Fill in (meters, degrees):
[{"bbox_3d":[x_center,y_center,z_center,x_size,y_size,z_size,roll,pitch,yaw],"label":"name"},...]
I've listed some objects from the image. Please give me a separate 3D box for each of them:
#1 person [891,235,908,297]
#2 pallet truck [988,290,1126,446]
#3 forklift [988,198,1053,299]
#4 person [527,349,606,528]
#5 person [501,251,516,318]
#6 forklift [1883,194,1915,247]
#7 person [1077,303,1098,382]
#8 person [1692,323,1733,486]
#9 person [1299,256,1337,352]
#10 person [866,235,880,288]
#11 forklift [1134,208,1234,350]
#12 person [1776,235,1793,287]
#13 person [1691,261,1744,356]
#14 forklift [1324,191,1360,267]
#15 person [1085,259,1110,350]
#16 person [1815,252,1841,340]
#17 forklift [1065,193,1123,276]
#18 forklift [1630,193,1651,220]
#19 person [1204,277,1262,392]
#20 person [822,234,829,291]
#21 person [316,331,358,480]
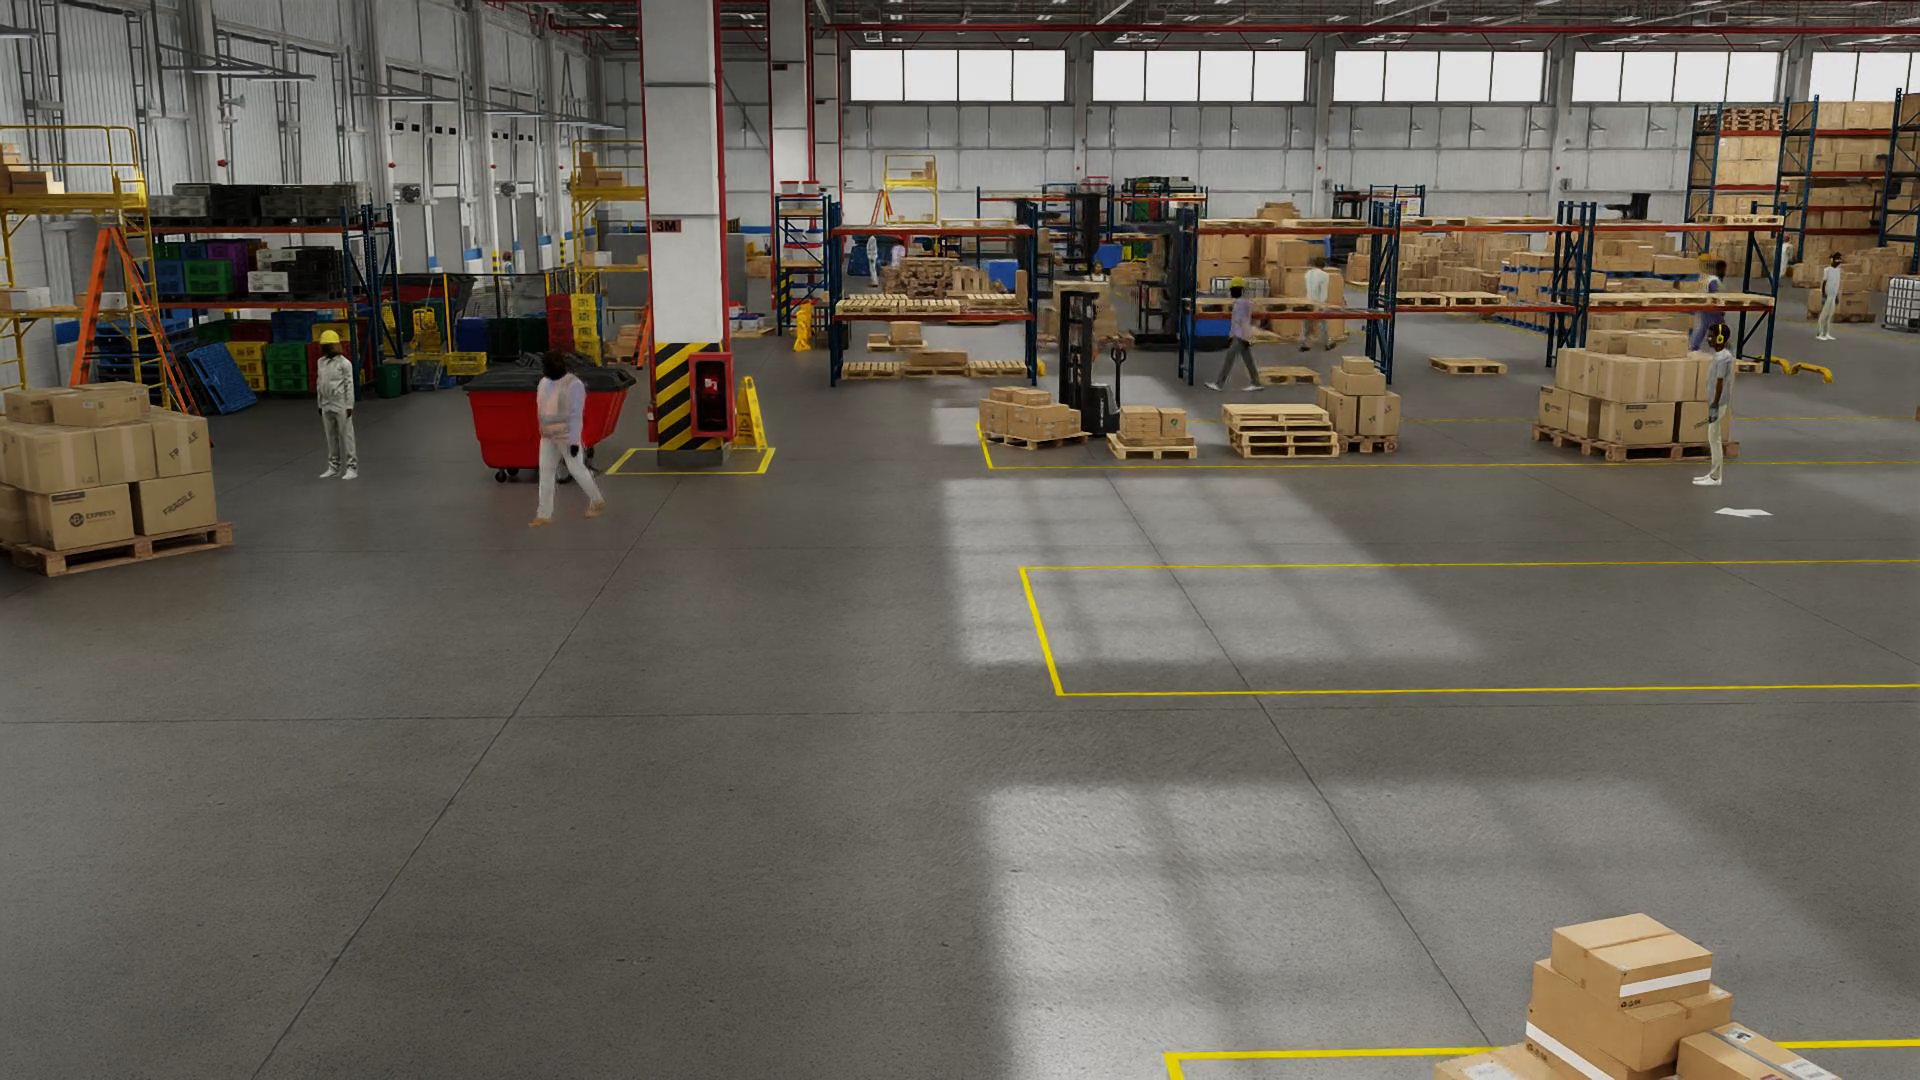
[{"bbox_3d":[-1.705,-7.432,45.613,0.594,1.867,0.972,12,17,43],"label":"person"},{"bbox_3d":[1.257,-2.299,22.111,1.885,1.965,0.823,-9,15,-35],"label":"pallet truck"},{"bbox_3d":[1.732,-8.194,46.717,1.873,2.768,1.129,0,12,-2],"label":"forklift"},{"bbox_3d":[-4.037,-1.053,16.967,0.633,1.803,0.926,8,15,31],"label":"person"},{"bbox_3d":[-11.090,-6.255,40.809,0.313,1.634,0.514,-9,15,-36],"label":"person"},{"bbox_3d":[31.212,-10.075,55.211,1.129,2.768,1.873,0,12,-2],"label":"forklift"},{"bbox_3d":[1.830,-2.581,24.066,0.317,1.696,0.540,0,12,-1],"label":"person"},{"bbox_3d":[8.629,-1.540,19.012,0.328,1.861,0.503,5,13,20],"label":"person"},{"bbox_3d":[7.180,-4.718,33.272,1.008,1.891,0.651,-10,16,-37],"label":"person"},{"bbox_3d":[-2.699,-8.744,51.484,0.455,1.875,0.642,-2,13,-8],"label":"person"},{"bbox_3d":[4.549,-5.257,33.458,1.873,2.768,1.129,0,12,-2],"label":"forklift"},{"bbox_3d":[25.648,-8.706,51.880,0.513,1.619,0.535,-8,15,-31],"label":"person"},{"bbox_3d":[14.731,-4.482,32.299,0.984,1.849,0.621,11,16,40],"label":"person"},{"bbox_3d":[14.572,-11.808,63.033,1.129,2.768,1.873,0,12,-2],"label":"forklift"},{"bbox_3d":[2.771,-4.785,33.752,0.518,1.828,0.701,-1,12,-2],"label":"person"},{"bbox_3d":[18.584,-5.200,35.502,0.526,1.869,0.315,-7,14,-28],"label":"person"},{"bbox_3d":[4.601,-10.447,56.888,1.873,2.768,1.129,0,12,-2],"label":"forklift"},{"bbox_3d":[23.521,-10.626,57.696,1.873,2.768,1.129,1,13,4],"label":"forklift"},{"bbox_3d":[4.509,-3.346,27.127,0.980,1.867,0.593,1,13,3],"label":"person"},{"bbox_3d":[-3.512,-7.251,44.607,0.375,1.935,0.551,-7,14,-27],"label":"person"},{"bbox_3d":[-7.301,-1.571,19.406,0.494,1.741,0.310,5,13,20],"label":"person"}]
